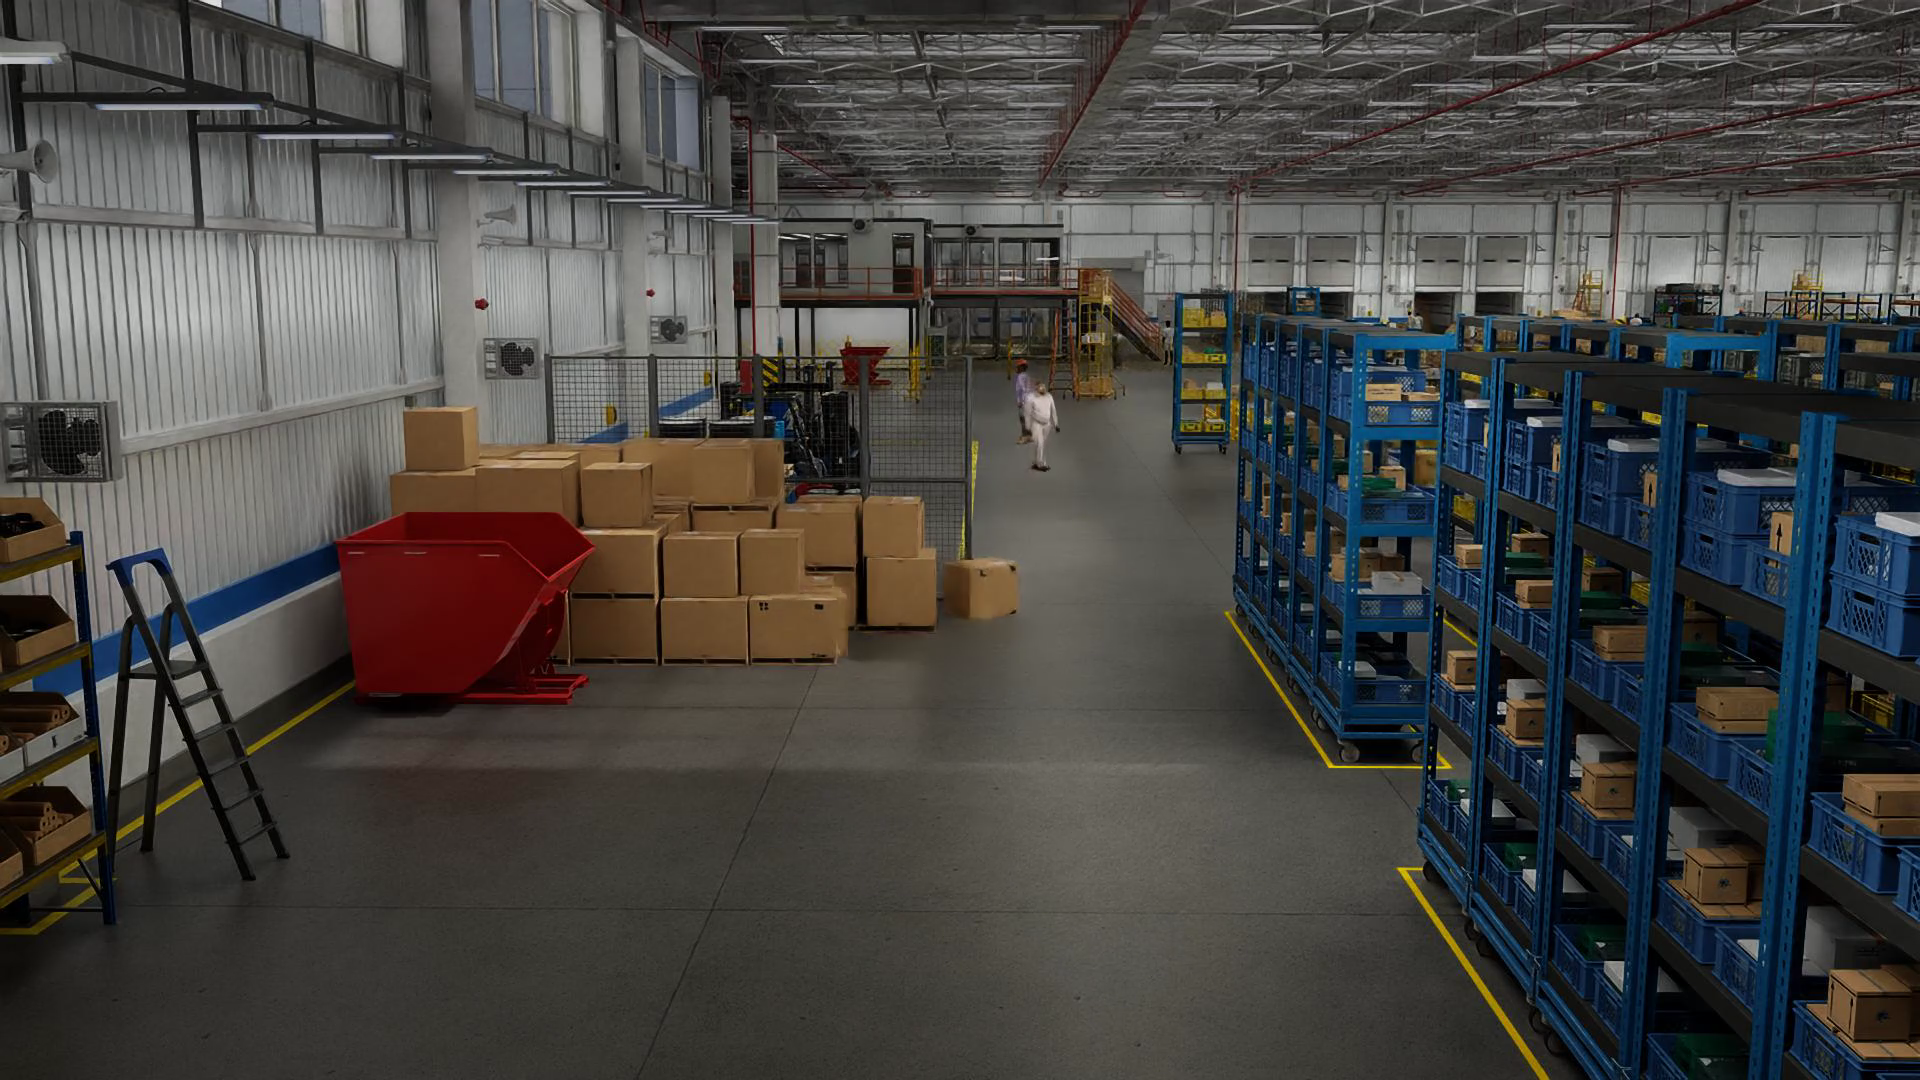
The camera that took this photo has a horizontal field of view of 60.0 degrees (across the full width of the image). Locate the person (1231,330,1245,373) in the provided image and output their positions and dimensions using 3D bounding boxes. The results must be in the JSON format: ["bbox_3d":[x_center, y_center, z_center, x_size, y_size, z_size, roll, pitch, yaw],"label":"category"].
[{"bbox_3d":[11.136,-7.531,66.508,0.665,1.743,0.533,3,10,19],"label":"person"}]

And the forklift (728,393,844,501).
[{"bbox_3d":[-2.979,-1.316,26.476,2.680,1.987,1.157,0,9,1],"label":"forklift"}]

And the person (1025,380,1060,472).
[{"bbox_3d":[1.717,-2.329,34.031,0.664,1.860,0.948,-6,11,-33],"label":"person"}]

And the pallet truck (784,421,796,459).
[{"bbox_3d":[-4.013,-1.793,32.705,1.601,1.201,0.680,0,9,1],"label":"pallet truck"}]

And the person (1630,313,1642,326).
[{"bbox_3d":[34.657,-10.672,85.292,0.355,1.937,0.634,-8,12,-42],"label":"person"}]

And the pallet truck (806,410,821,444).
[{"bbox_3d":[-3.559,-2.018,33.905,1.522,1.261,0.704,0,9,-1],"label":"pallet truck"}]

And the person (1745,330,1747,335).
[{"bbox_3d":[38.046,-9.957,81.176,0.429,1.846,0.626,-7,12,-37],"label":"person"}]

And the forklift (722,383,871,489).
[{"bbox_3d":[-2.893,-1.687,28.729,2.680,1.987,1.157,0,9,-1],"label":"forklift"}]

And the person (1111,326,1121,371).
[{"bbox_3d":[6.353,-7.845,68.158,0.387,1.836,0.549,-6,11,-34],"label":"person"}]

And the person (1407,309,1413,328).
[{"bbox_3d":[25.591,-12.173,94.620,0.395,1.920,0.585,5,11,29],"label":"person"}]

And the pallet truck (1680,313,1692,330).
[{"bbox_3d":[36.315,-10.531,84.244,0.823,1.965,1.885,-6,11,-33],"label":"pallet truck"}]

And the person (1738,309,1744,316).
[{"bbox_3d":[44.259,-12.126,94.295,0.543,1.928,0.373,-2,9,-14],"label":"person"}]

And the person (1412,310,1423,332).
[{"bbox_3d":[24.796,-11.468,90.172,0.604,1.949,0.384,1,9,9],"label":"person"}]

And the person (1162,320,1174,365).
[{"bbox_3d":[9.029,-8.540,72.074,0.604,1.960,0.369,-3,10,-20],"label":"person"}]

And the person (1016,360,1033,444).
[{"bbox_3d":[1.504,-3.266,39.497,0.394,1.987,0.705,2,9,13],"label":"person"}]

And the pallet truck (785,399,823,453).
[{"bbox_3d":[-3.814,-2.432,36.419,1.630,1.274,0.653,0,9,1],"label":"pallet truck"}]

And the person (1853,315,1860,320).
[{"bbox_3d":[44.373,-10.208,82.499,0.429,1.908,0.628,0,9,-1],"label":"person"}]

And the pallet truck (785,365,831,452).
[{"bbox_3d":[-3.774,-2.976,37.635,1.885,1.965,0.823,1,9,5],"label":"pallet truck"}]

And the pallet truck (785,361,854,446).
[{"bbox_3d":[-3.410,-3.193,38.978,1.885,1.965,0.823,0,9,-1],"label":"pallet truck"}]
